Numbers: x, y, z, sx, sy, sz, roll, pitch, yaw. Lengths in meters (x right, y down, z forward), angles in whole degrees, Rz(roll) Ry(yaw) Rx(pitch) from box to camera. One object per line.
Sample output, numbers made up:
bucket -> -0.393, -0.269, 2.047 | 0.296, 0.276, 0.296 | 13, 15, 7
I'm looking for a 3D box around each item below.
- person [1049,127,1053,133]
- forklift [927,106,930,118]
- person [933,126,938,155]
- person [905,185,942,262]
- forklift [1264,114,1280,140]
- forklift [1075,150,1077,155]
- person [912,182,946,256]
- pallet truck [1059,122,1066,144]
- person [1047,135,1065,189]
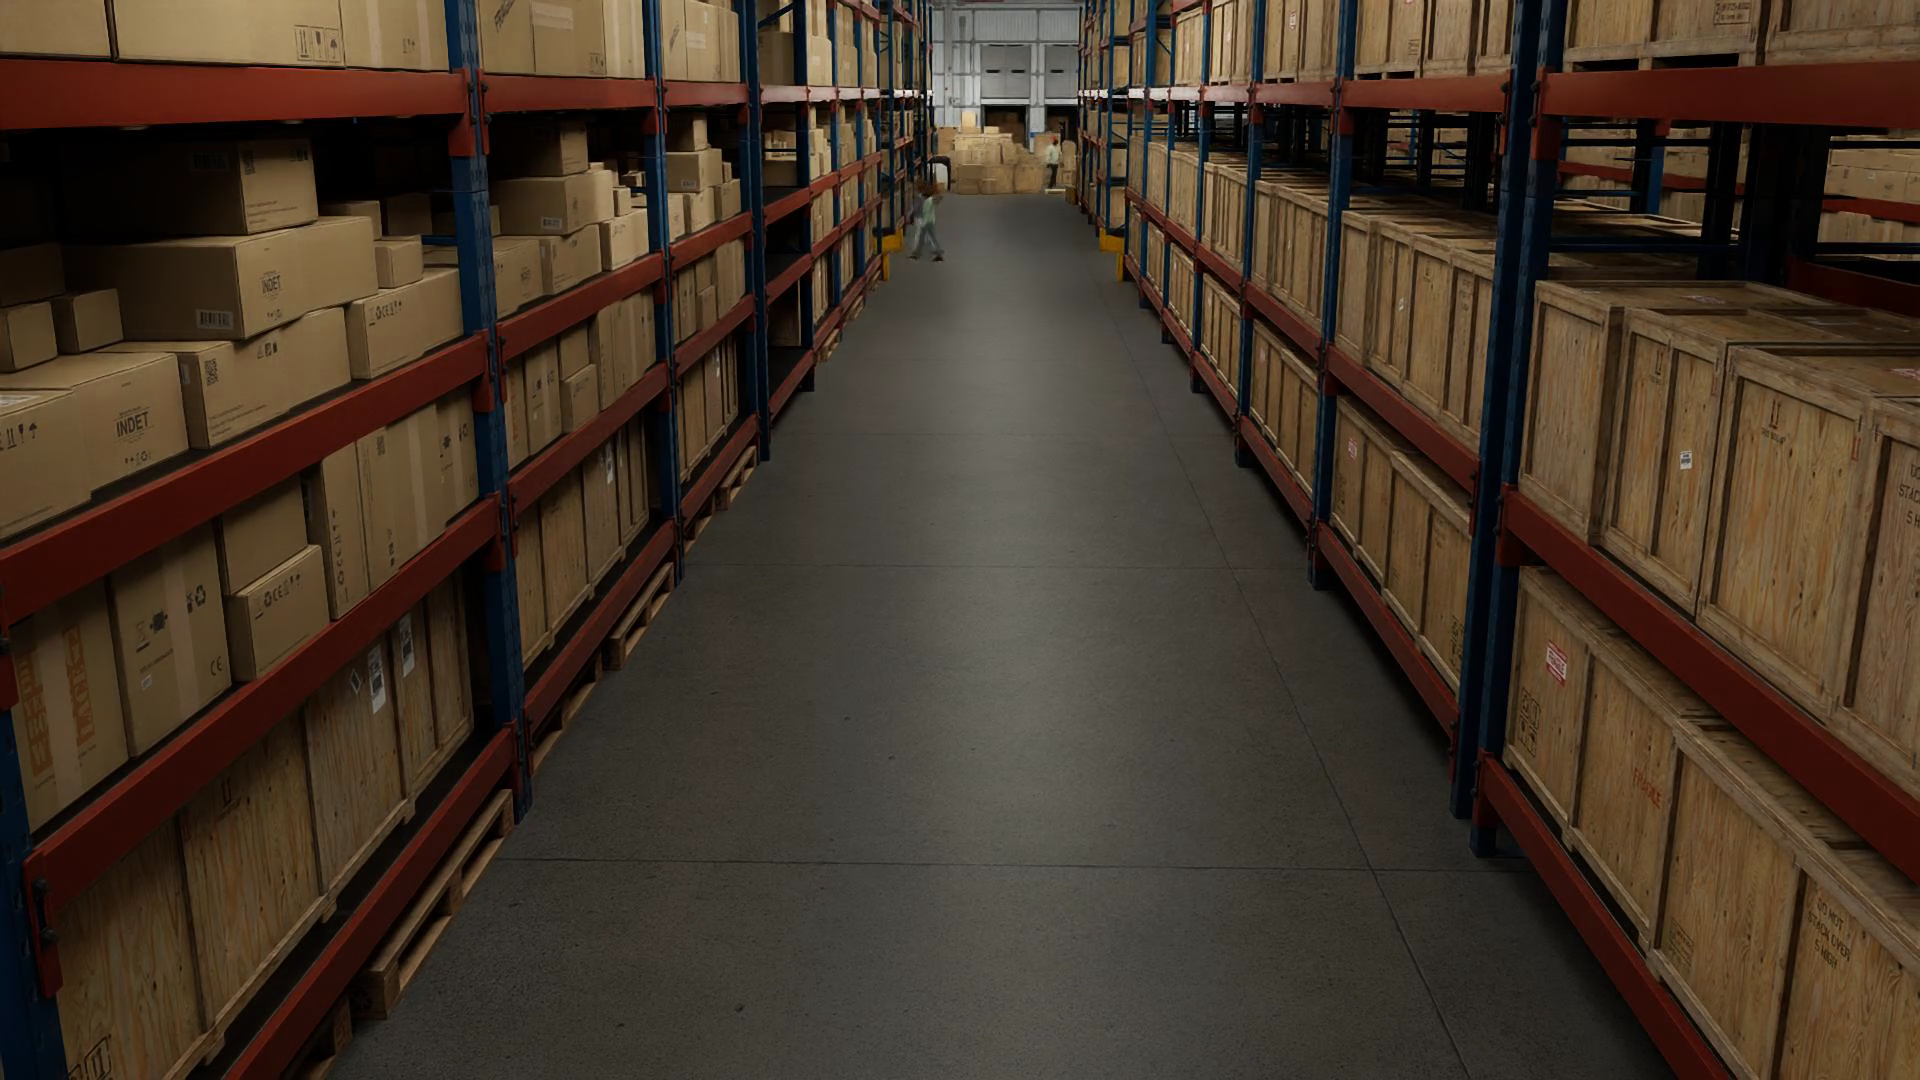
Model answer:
person -> 5.104, -22.404, 93.519 | 0.358, 1.636, 0.537 | 1, 15, 2
forklift -> -1.918, -21.452, 87.608 | 1.129, 2.768, 1.873 | 0, 15, 2
person -> -1.238, -18.866, 79.770 | 0.635, 1.937, 0.354 | 9, 18, 31
person -> -0.748, -6.634, 34.896 | 0.820, 1.592, 0.513 | -3, 15, -11
forklift -> 11.017, -13.909, 59.543 | 1.129, 2.768, 1.873 | 0, 15, 2
forklift -> 5.580, -17.275, 72.066 | 1.129, 2.768, 1.873 | 4, 16, 16
person -> -0.688, -6.976, 36.182 | 0.814, 1.595, 0.521 | 1, 15, 5
pallet truck -> 5.788, -21.111, 88.014 | 1.885, 1.965, 0.823 | 5, 16, 18
person -> 3.519, -13.738, 60.650 | 0.847, 1.963, 0.628 | 14, 21, 42
